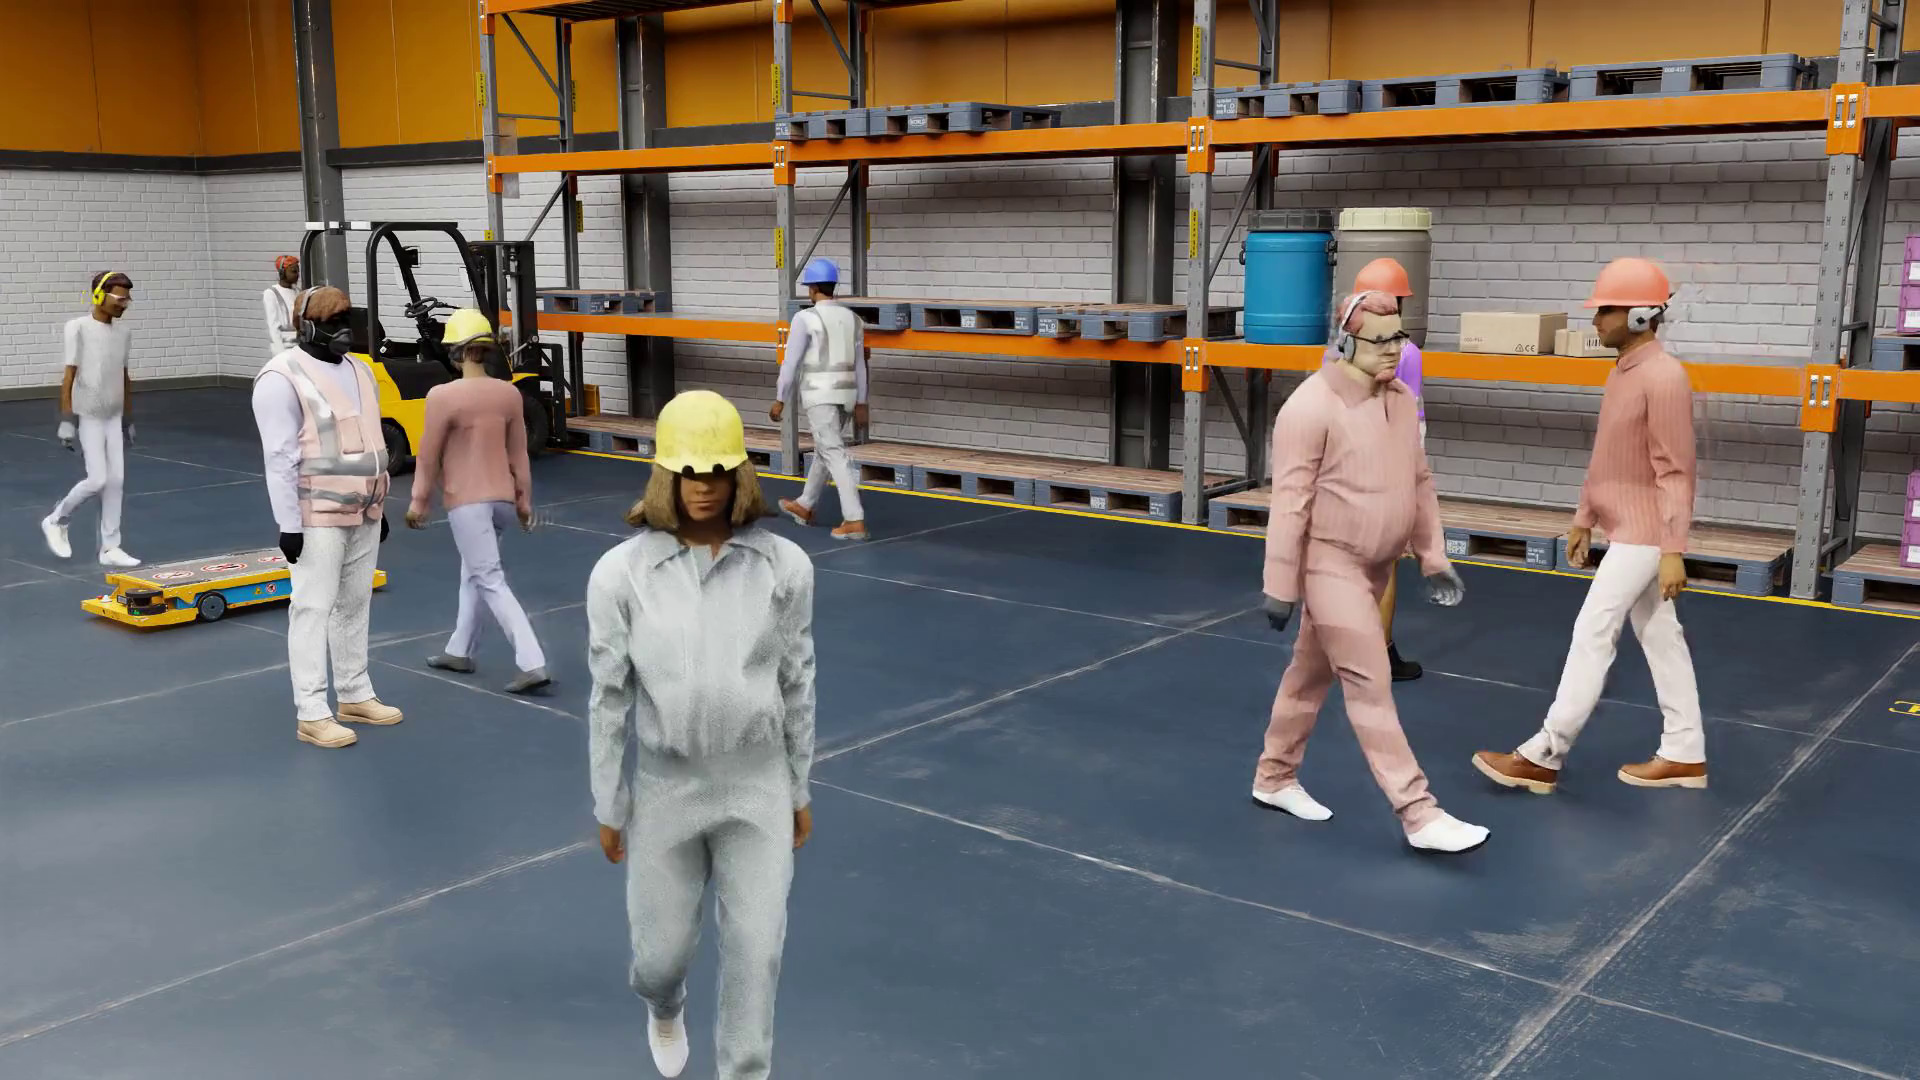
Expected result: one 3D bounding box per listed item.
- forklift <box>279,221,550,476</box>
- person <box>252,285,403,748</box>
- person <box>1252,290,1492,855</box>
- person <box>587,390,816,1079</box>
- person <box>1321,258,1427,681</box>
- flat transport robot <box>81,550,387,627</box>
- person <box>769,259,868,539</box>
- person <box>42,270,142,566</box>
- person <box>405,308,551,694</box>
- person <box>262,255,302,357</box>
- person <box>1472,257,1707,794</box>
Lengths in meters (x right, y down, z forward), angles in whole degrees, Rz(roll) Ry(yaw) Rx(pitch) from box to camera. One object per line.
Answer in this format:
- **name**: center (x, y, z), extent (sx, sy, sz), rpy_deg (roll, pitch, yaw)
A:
- **forklift**: center (-4.922, -1.741, 14.854), extent (1.214, 2.155, 2.313), rpy_deg (8, 13, 38)
- **person**: center (-2.534, -0.102, 6.747), extent (0.429, 1.842, 0.633), rpy_deg (3, 11, 16)
- **person**: center (1.376, 0.111, 5.527), extent (0.983, 1.846, 0.631), rpy_deg (9, 14, 42)
- **person**: center (-0.556, 0.521, 3.627), extent (0.486, 1.723, 0.612), rpy_deg (-3, 11, -16)
- **person**: center (1.907, -0.314, 7.646), extent (0.349, 1.942, 0.545), rpy_deg (-8, 13, -37)
- **flat transport robot**: center (-4.015, 0.231, 9.258), extent (0.652, 0.197, 1.431), rpy_deg (8, 13, 38)
- **person**: center (-0.961, -0.971, 11.430), extent (1.017, 1.890, 0.622), rpy_deg (8, 13, 38)
- **person**: center (-5.393, -0.746, 10.327), extent (0.573, 1.839, 0.595), rpy_deg (3, 11, 17)
- **person**: center (-2.168, -0.177, 7.508), extent (0.891, 1.724, 0.525), rpy_deg (5, 12, 27)
- **person**: center (-6.527, -1.838, 16.271), extent (0.406, 1.883, 0.598), rpy_deg (3, 11, 16)
- **person**: center (2.348, -0.035, 6.066), extent (0.959, 1.947, 0.655), rpy_deg (2, 10, 9)
